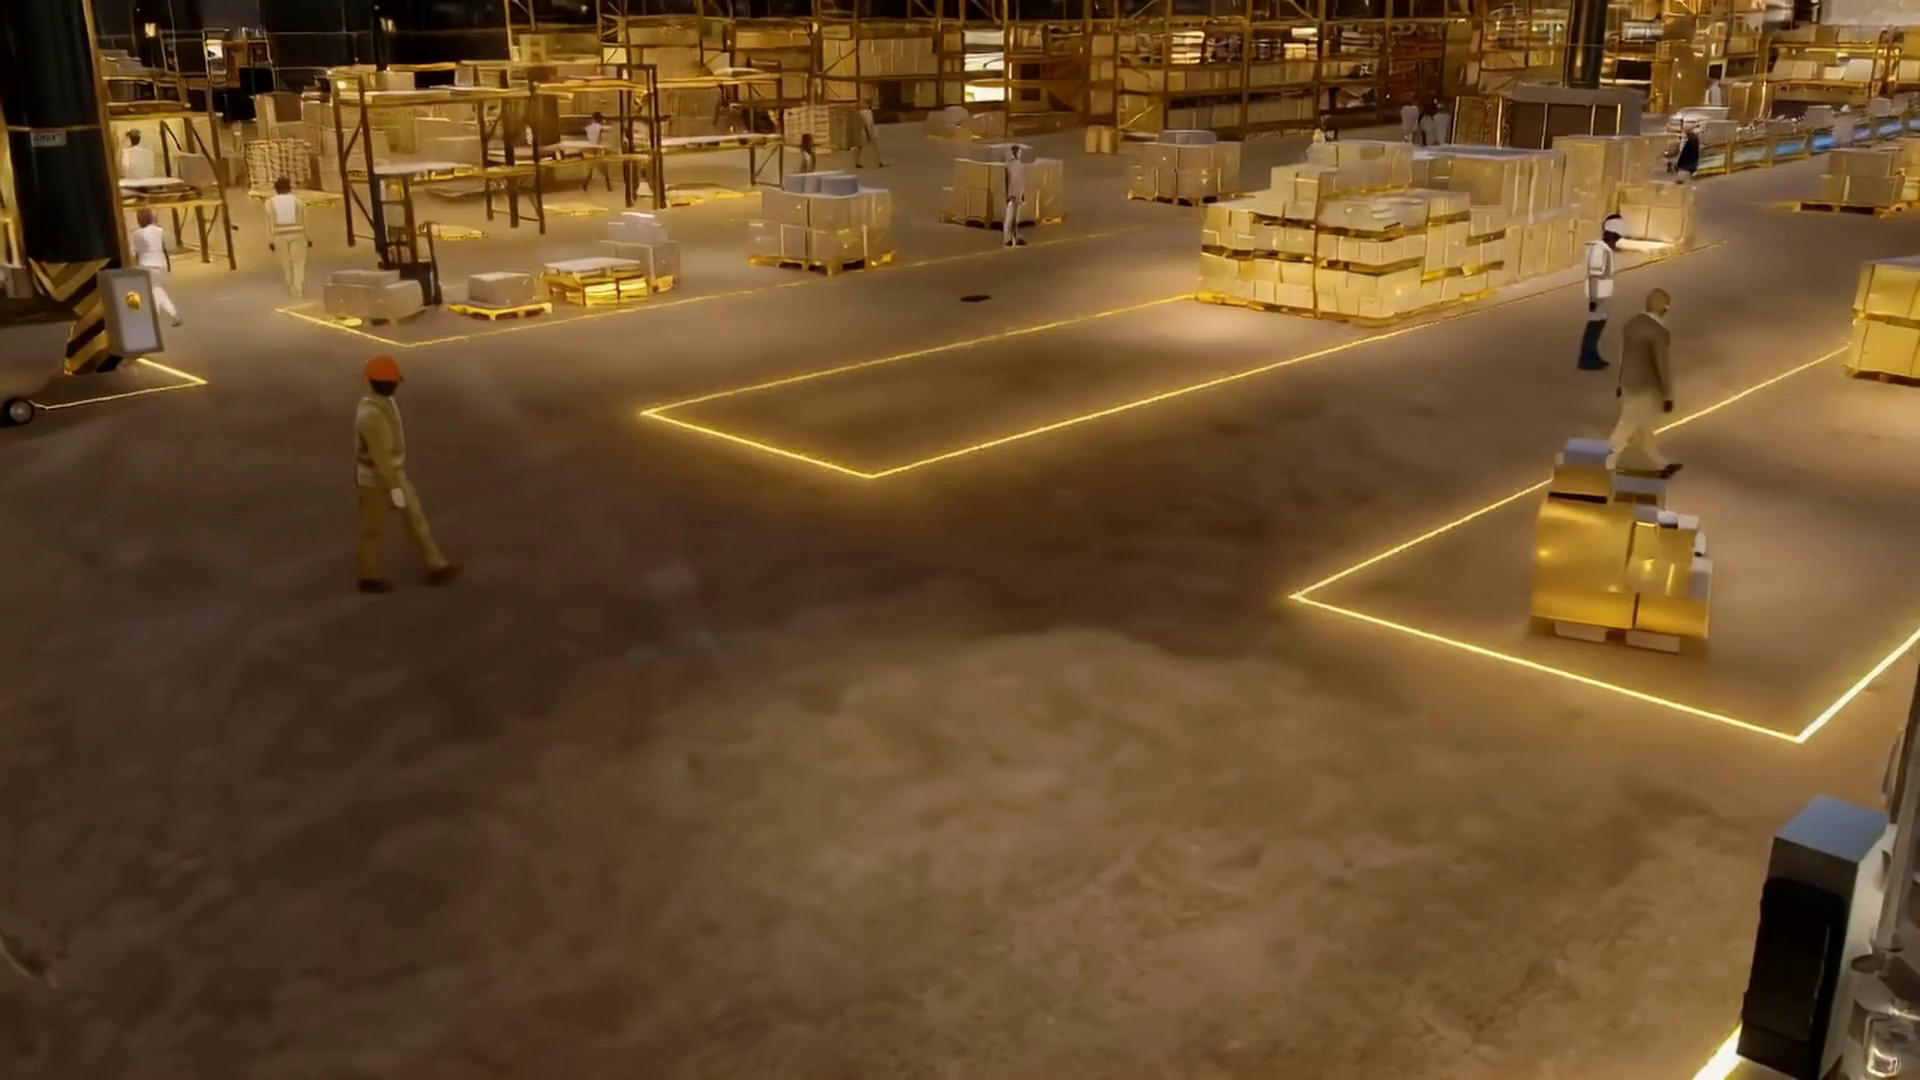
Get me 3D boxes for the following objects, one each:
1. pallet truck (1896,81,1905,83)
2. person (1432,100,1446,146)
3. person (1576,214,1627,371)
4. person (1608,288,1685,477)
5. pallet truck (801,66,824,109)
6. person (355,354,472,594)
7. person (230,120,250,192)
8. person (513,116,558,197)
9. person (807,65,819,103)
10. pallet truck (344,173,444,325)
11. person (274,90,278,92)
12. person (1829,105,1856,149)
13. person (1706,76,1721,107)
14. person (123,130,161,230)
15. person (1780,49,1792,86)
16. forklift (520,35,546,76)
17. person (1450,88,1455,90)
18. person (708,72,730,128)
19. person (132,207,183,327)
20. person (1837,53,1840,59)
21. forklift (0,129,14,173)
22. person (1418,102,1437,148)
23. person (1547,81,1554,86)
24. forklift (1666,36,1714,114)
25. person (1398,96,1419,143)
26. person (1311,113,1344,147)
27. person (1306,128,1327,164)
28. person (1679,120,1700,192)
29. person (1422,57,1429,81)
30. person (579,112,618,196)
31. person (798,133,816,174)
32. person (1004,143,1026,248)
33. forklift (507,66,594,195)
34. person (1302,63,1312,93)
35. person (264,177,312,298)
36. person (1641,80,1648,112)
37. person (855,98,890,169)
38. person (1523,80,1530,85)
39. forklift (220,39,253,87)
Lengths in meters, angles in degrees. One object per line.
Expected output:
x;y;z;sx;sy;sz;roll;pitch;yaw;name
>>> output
34.802;-16.331;61.455;0.653;1.274;1.630;17;25;41;pallet truck
12.395;-10.563;43.379;0.531;1.753;0.395;-1;18;-4;person
7.896;-3.039;20.433;0.396;1.925;0.550;14;23;36;person
6.486;-1.407;15.559;0.996;1.888;0.648;-2;18;-5;person
-4.812;-15.182;56.903;0.823;1.965;1.885;-9;21;-26;pallet truck
-4.309;-0.487;12.769;0.938;1.898;0.642;0;18;0;person
-16.604;-8.875;38.470;0.546;1.619;0.456;17;25;42;person
-9.761;-8.724;37.804;1.160;1.791;0.591;-10;21;-27;person
-5.410;-16.666;61.644;0.551;1.826;0.631;-16;24;-40;person
-8.209;-4.181;23.757;0.823;1.965;1.885;3;19;9;pallet truck
-20.708;-12.830;49.938;0.642;1.927;0.475;-15;24;-38;person
22.438;-10.175;42.277;0.918;1.730;0.538;-14;23;-36;person
23.711;-13.642;52.409;0.403;1.904;0.652;10;21;27;person
-15.929;-7.001;32.368;0.384;1.922;0.594;15;23;37;person
40.045;-22.888;80.481;0.326;1.767;0.533;-11;21;-29;person
-16.235;-17.864;63.605;1.873;2.768;1.129;17;25;41;forklift
23.002;-22.003;77.547;0.372;1.940;0.627;7;20;20;person
-8.100;-14.802;55.938;0.903;1.881;0.616;1;18;4;person
-11.184;-3.794;23.119;0.844;1.664;0.537;6;19;19;person
41.135;-22.273;78.296;0.415;1.985;0.610;12;22;33;person
-24.029;-10.894;42.603;1.129;2.768;1.873;17;25;41;forklift
11.358;-9.691;40.498;1.024;1.914;0.624;15;24;38;person
19.040;-14.014;53.897;0.532;1.676;0.688;13;22;33;person
27.341;-17.291;61.877;1.129;2.768;1.873;17;25;41;forklift
12.485;-11.531;46.409;0.554;1.659;0.828;9;21;26;person
7.701;-8.002;35.202;0.709;2.000;0.535;-6;19;-17;person
6.999;-7.077;32.569;0.548;1.942;0.348;-5;19;-15;person
14.780;-7.519;33.821;0.380;1.994;0.611;6;19;17;person
22.235;-22.409;79.274;0.716;1.608;0.512;-14;23;-37;person
-8.293;-8.774;37.799;0.596;1.880;0.960;17;25;42;person
-2.882;-7.081;32.775;0.852;1.814;0.540;6;19;18;person
1.004;-6.260;30.227;0.327;1.869;0.521;14;23;37;person
-9.543;-9.421;38.166;1.129;2.768;1.873;17;25;41;forklift
14.280;-18.781;68.281;0.551;1.644;0.861;-16;24;-39;person
-10.182;-4.582;25.255;0.629;1.818;0.844;-5;19;-16;person
23.069;-14.783;56.350;0.869;1.596;0.514;17;25;41;person
-2.336;-10.560;43.255;0.982;1.814;0.559;8;20;22;person
17.564;-13.413;51.853;0.611;1.813;0.440;14;23;36;person
-25.485;-16.302;58.898;1.873;2.768;1.129;17;25;41;forklift
